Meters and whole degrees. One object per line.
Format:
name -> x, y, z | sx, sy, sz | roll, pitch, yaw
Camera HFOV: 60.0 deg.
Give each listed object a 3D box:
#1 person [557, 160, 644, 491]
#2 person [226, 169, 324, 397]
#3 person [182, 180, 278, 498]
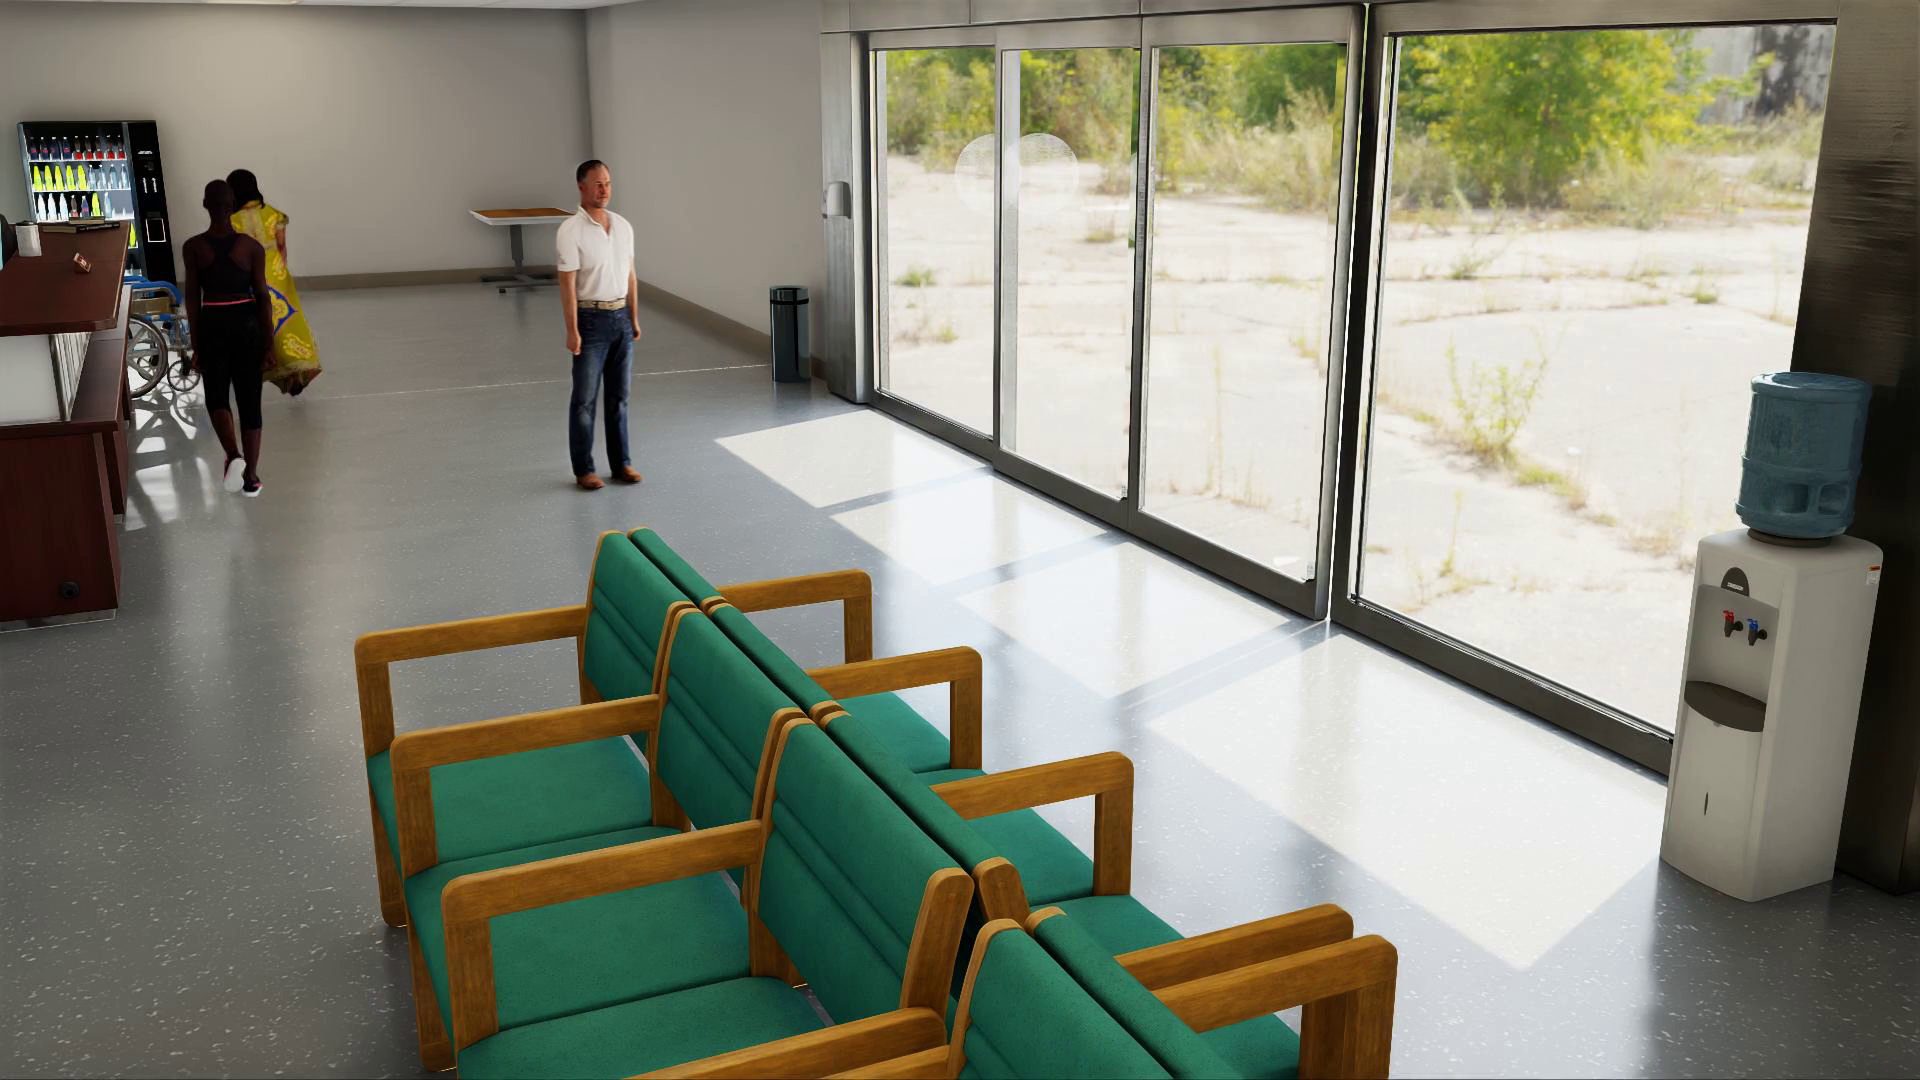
person -> -2.062, -1.232, 9.488 | 0.786, 1.851, 0.639 | 15, 21, 42
person -> -4.992, -1.801, 11.938 | 1.198, 1.617, 0.964 | -11, 19, -35
person -> -3.986, -1.067, 9.088 | 0.745, 1.749, 0.685 | -6, 17, -21
